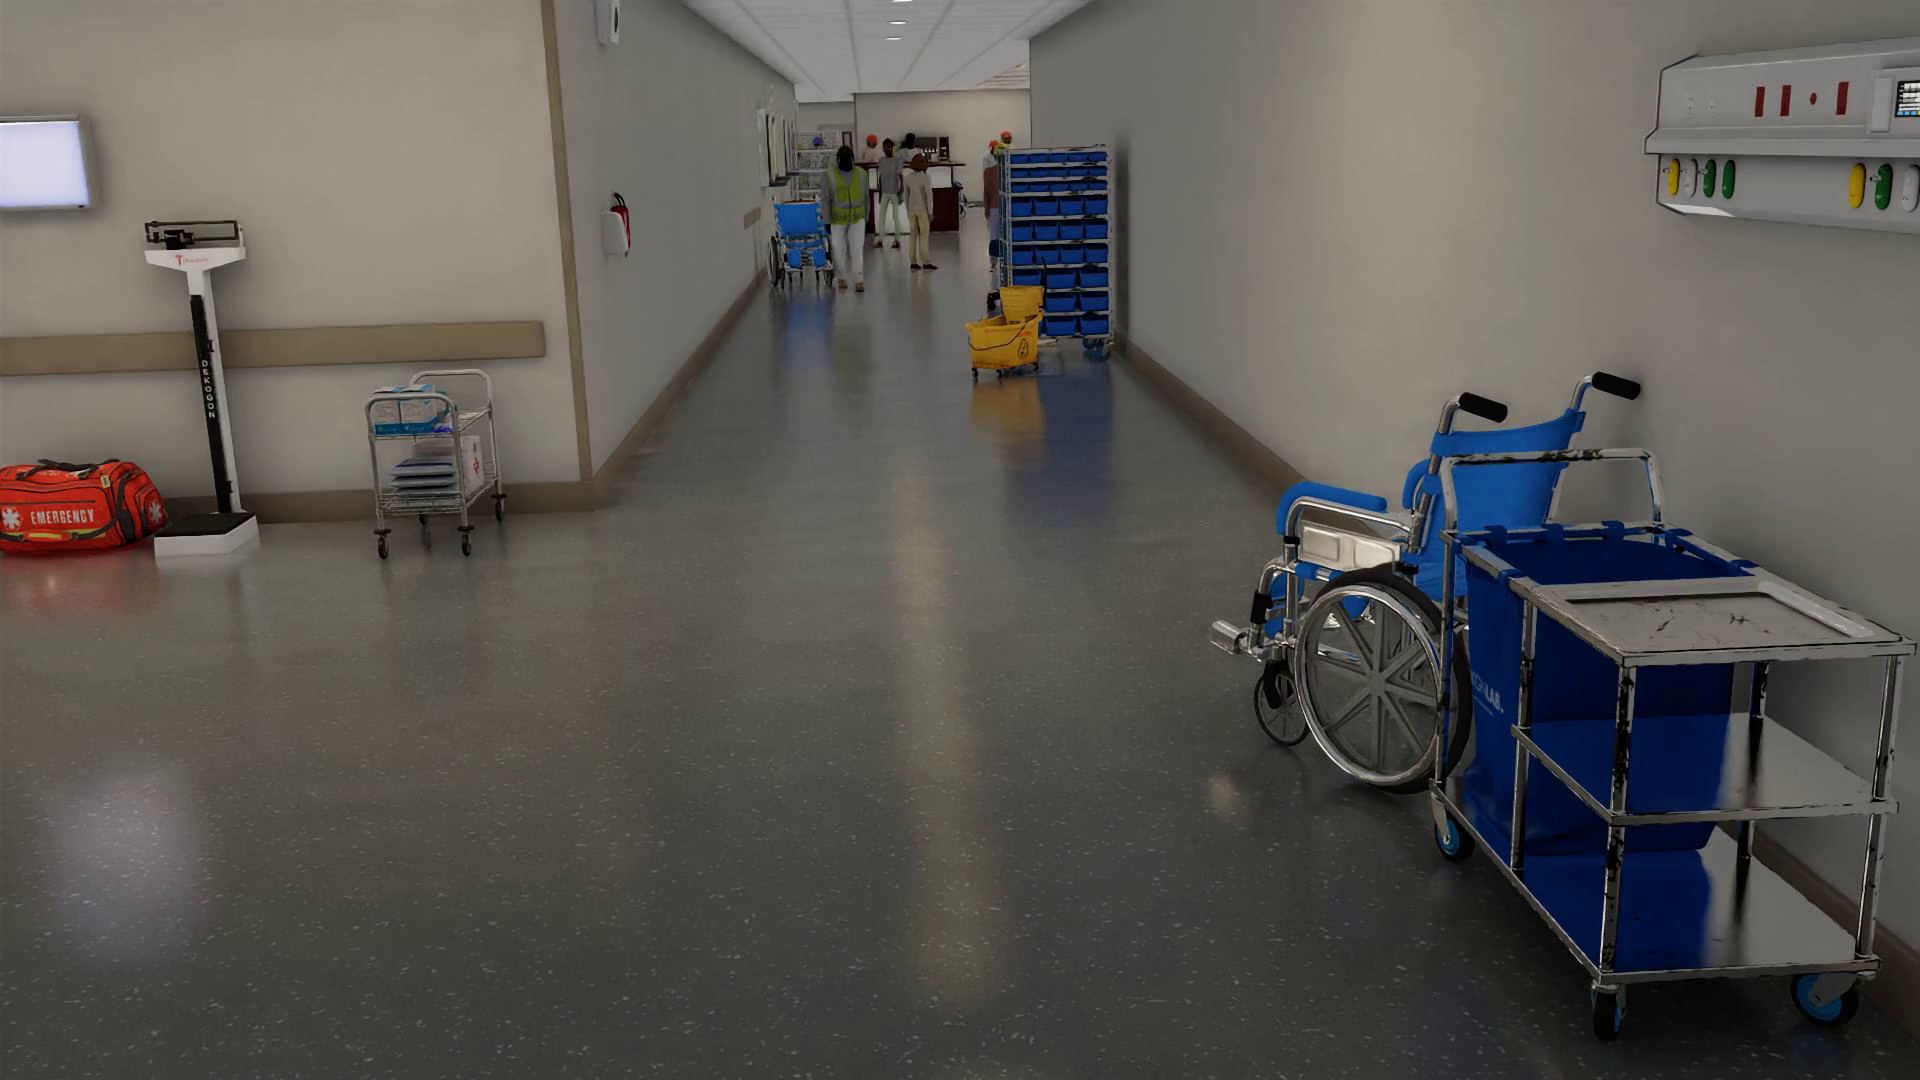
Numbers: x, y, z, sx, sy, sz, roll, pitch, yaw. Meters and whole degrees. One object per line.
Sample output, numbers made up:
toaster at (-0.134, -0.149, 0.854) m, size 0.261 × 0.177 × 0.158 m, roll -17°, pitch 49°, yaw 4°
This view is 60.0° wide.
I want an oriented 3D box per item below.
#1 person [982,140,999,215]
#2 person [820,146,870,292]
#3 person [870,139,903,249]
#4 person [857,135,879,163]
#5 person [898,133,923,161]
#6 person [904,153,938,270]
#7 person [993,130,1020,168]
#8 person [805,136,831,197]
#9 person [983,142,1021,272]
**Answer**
person at (0.796, -8.499, 39.038) m, size 0.564 × 1.743 × 0.352 m, roll -12°, pitch 17°, yaw -36°
person at (-1.424, -4.005, 20.758) m, size 0.634 × 1.789 × 0.975 m, roll -5°, pitch 14°, yaw -12°
person at (-1.227, -5.860, 28.222) m, size 0.562 × 1.841 × 0.769 m, roll 5°, pitch 15°, yaw 26°
person at (-2.086, -8.341, 38.318) m, size 0.961 × 1.931 × 0.639 m, roll -13°, pitch 18°, yaw -39°
person at (-1.112, -8.303, 37.999) m, size 0.609 × 1.963 × 0.369 m, roll -5°, pitch 14°, yaw -13°
person at (-0.575, -4.669, 23.691) m, size 0.501 × 1.633 × 0.284 m, roll 10°, pitch 18°, yaw 40°
person at (1.048, -7.843, 35.890) m, size 0.657 × 1.956 × 0.859 m, roll -2°, pitch 14°, yaw -3°
person at (-3.210, -8.178, 37.807) m, size 0.600 × 1.939 × 0.421 m, roll 0°, pitch 14°, yaw 8°
person at (0.587, -4.578, 22.930) m, size 0.522 × 1.760 × 0.343 m, roll 0°, pitch 14°, yaw 7°
